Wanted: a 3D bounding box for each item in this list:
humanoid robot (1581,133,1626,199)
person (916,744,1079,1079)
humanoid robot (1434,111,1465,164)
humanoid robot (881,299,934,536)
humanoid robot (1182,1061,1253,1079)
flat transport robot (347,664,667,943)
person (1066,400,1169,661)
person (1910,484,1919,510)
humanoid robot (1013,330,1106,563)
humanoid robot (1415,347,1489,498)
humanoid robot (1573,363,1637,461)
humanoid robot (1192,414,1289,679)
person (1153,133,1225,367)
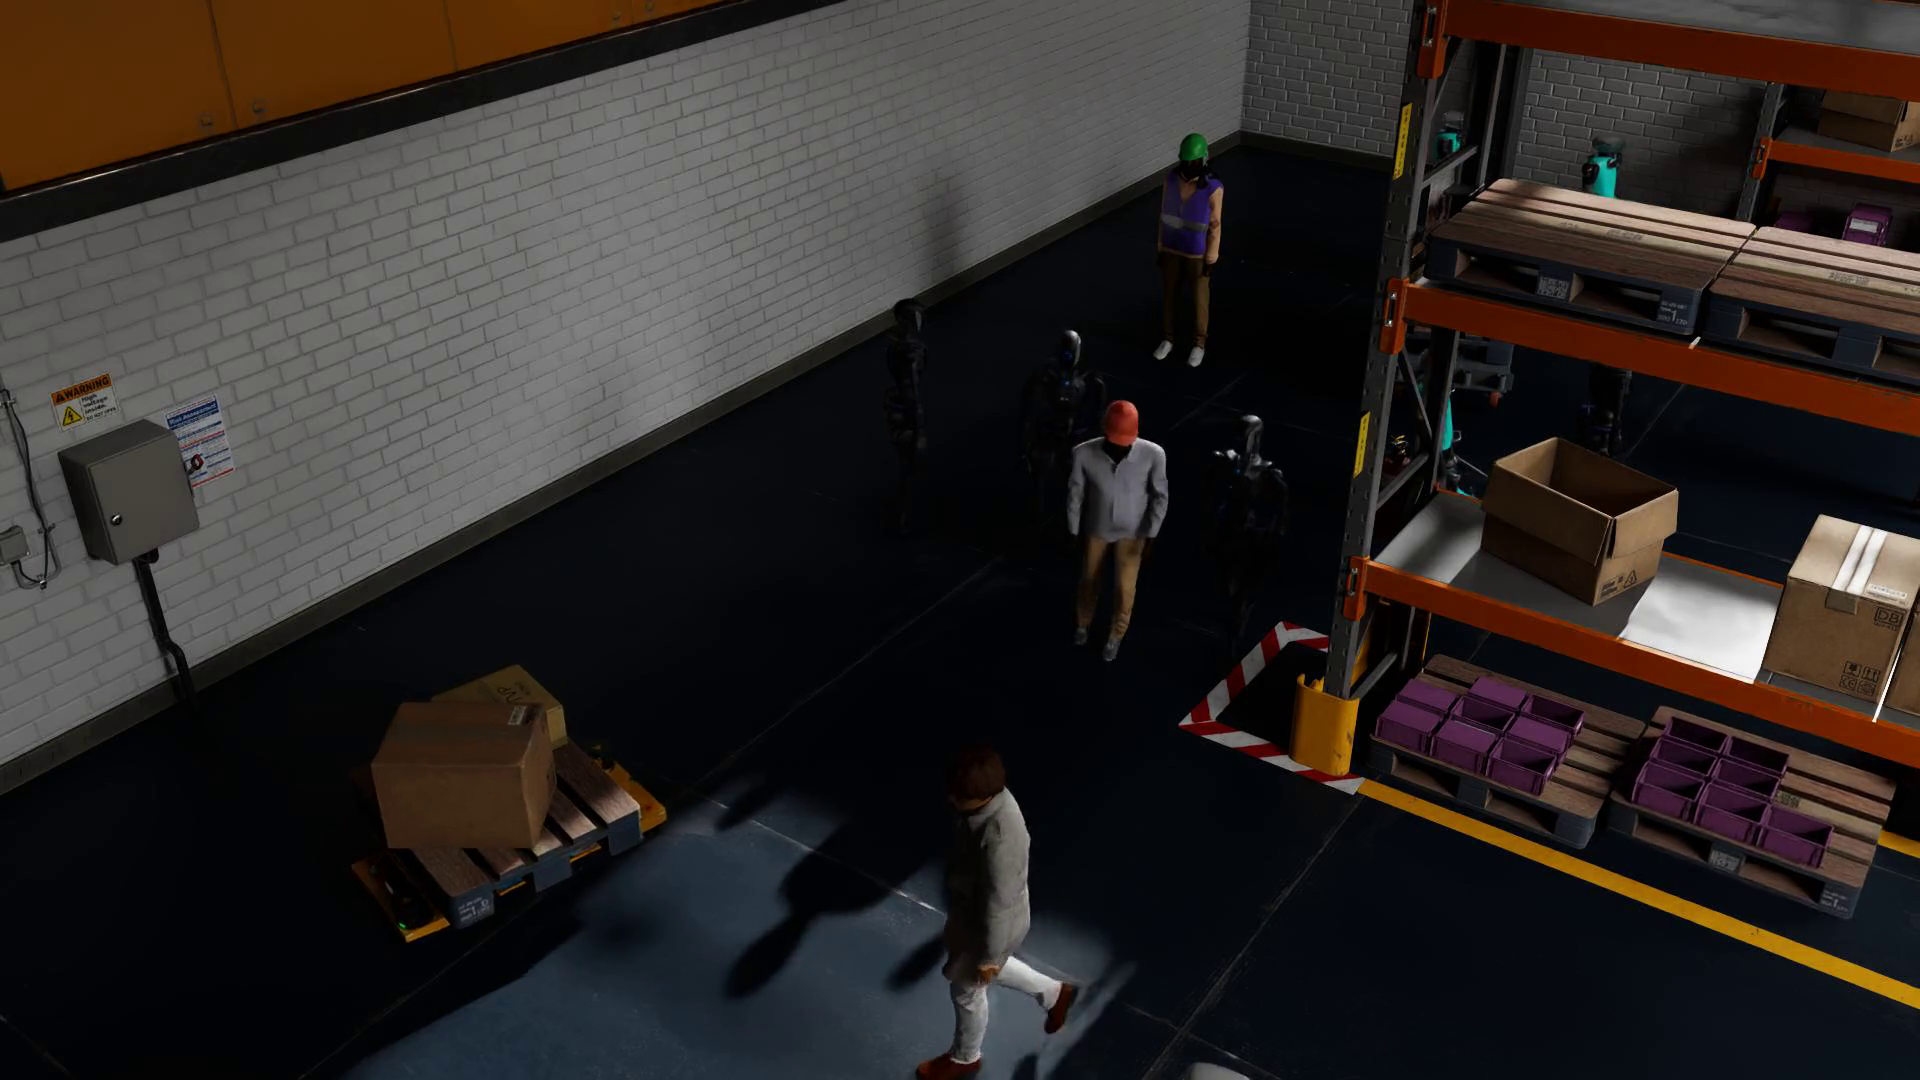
[{"bbox_3d":[5.528,-2.411,13.777,0.932,1.772,0.542,26,39,37],"label":"humanoid robot"},{"bbox_3d":[0.168,1.538,6.837,0.669,1.799,0.549,-5,30,-9],"label":"person"},{"bbox_3d":[4.456,-2.827,14.536,1.031,1.783,0.541,11,32,18],"label":"humanoid robot"},{"bbox_3d":[-0.358,-0.810,11.029,0.335,1.642,0.603,-6,30,-10],"label":"humanoid robot"},{"bbox_3d":[0.718,2.494,5.244,0.533,1.798,0.700,7,31,12],"label":"humanoid robot"},{"bbox_3d":[-2.279,1.497,8.442,1.431,0.231,0.659,-23,37,-34],"label":"flat transport robot"},{"bbox_3d":[0.910,-0.080,9.742,0.589,1.702,0.524,5,30,9],"label":"person"},{"bbox_3d":[6.801,-0.954,11.098,0.390,1.870,0.559,-4,30,-8],"label":"person"},{"bbox_3d":[0.642,-0.613,10.707,0.601,1.645,0.404,0,30,-1],"label":"humanoid robot"},{"bbox_3d":[3.176,-0.303,10.149,1.018,1.744,0.566,7,31,12],"label":"humanoid robot"},{"bbox_3d":[4.082,-0.670,10.813,0.623,1.638,0.598,3,30,4],"label":"humanoid robot"},{"bbox_3d":[1.693,-0.027,9.719,0.601,1.638,0.720,19,35,29],"label":"humanoid robot"},{"bbox_3d":[1.859,-2.355,13.476,0.526,1.924,0.433,19,35,29],"label":"person"}]
